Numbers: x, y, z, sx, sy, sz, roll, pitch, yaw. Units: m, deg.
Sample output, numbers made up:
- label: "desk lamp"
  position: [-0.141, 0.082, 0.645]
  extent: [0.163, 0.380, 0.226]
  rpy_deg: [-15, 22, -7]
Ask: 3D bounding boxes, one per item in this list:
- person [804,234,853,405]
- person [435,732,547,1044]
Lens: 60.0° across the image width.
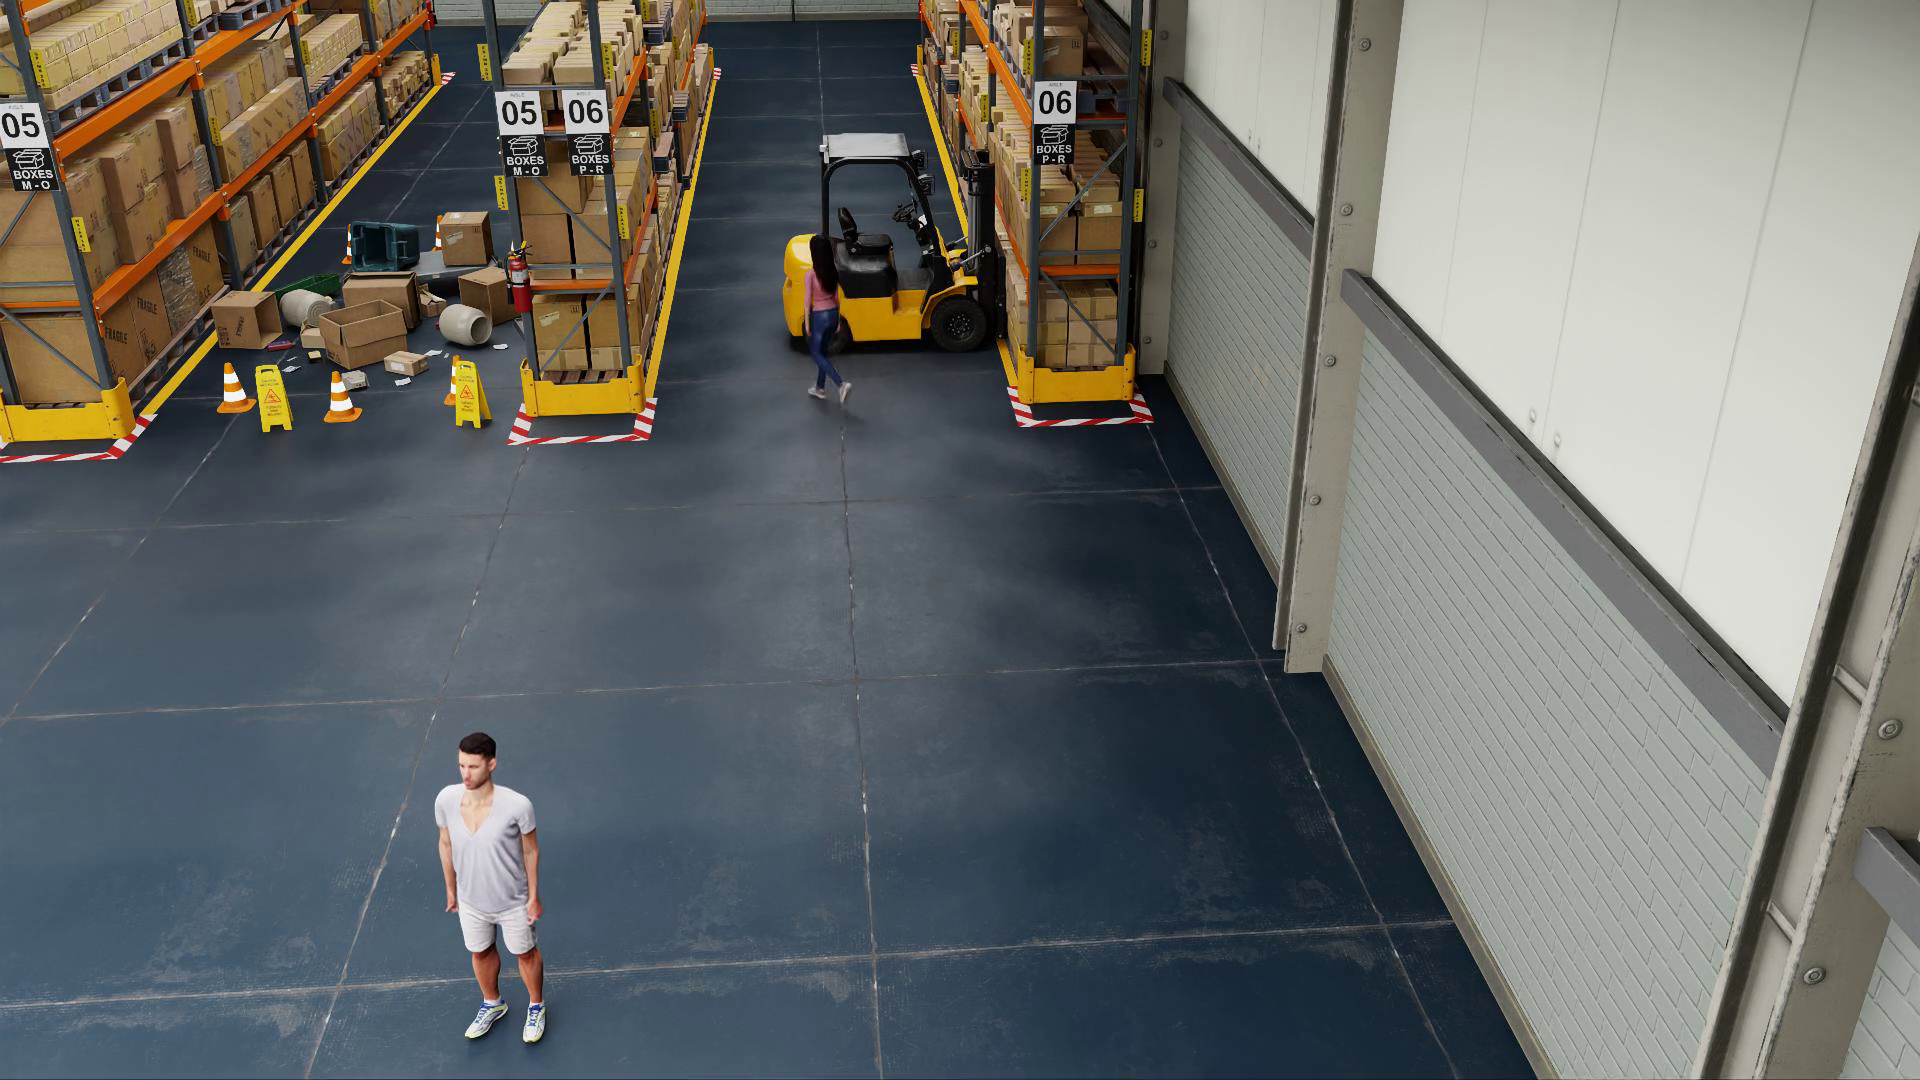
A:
- label: "person"
  position: [-1.313, -2.156, 16.495]
  extent: [0.929, 1.722, 1.059]
  rpy_deg: [-22, 34, -36]
- label: "person"
  position: [-2.423, 1.800, 8.665]
  extent: [0.722, 1.856, 0.644]
  rpy_deg: [3, 27, 6]
